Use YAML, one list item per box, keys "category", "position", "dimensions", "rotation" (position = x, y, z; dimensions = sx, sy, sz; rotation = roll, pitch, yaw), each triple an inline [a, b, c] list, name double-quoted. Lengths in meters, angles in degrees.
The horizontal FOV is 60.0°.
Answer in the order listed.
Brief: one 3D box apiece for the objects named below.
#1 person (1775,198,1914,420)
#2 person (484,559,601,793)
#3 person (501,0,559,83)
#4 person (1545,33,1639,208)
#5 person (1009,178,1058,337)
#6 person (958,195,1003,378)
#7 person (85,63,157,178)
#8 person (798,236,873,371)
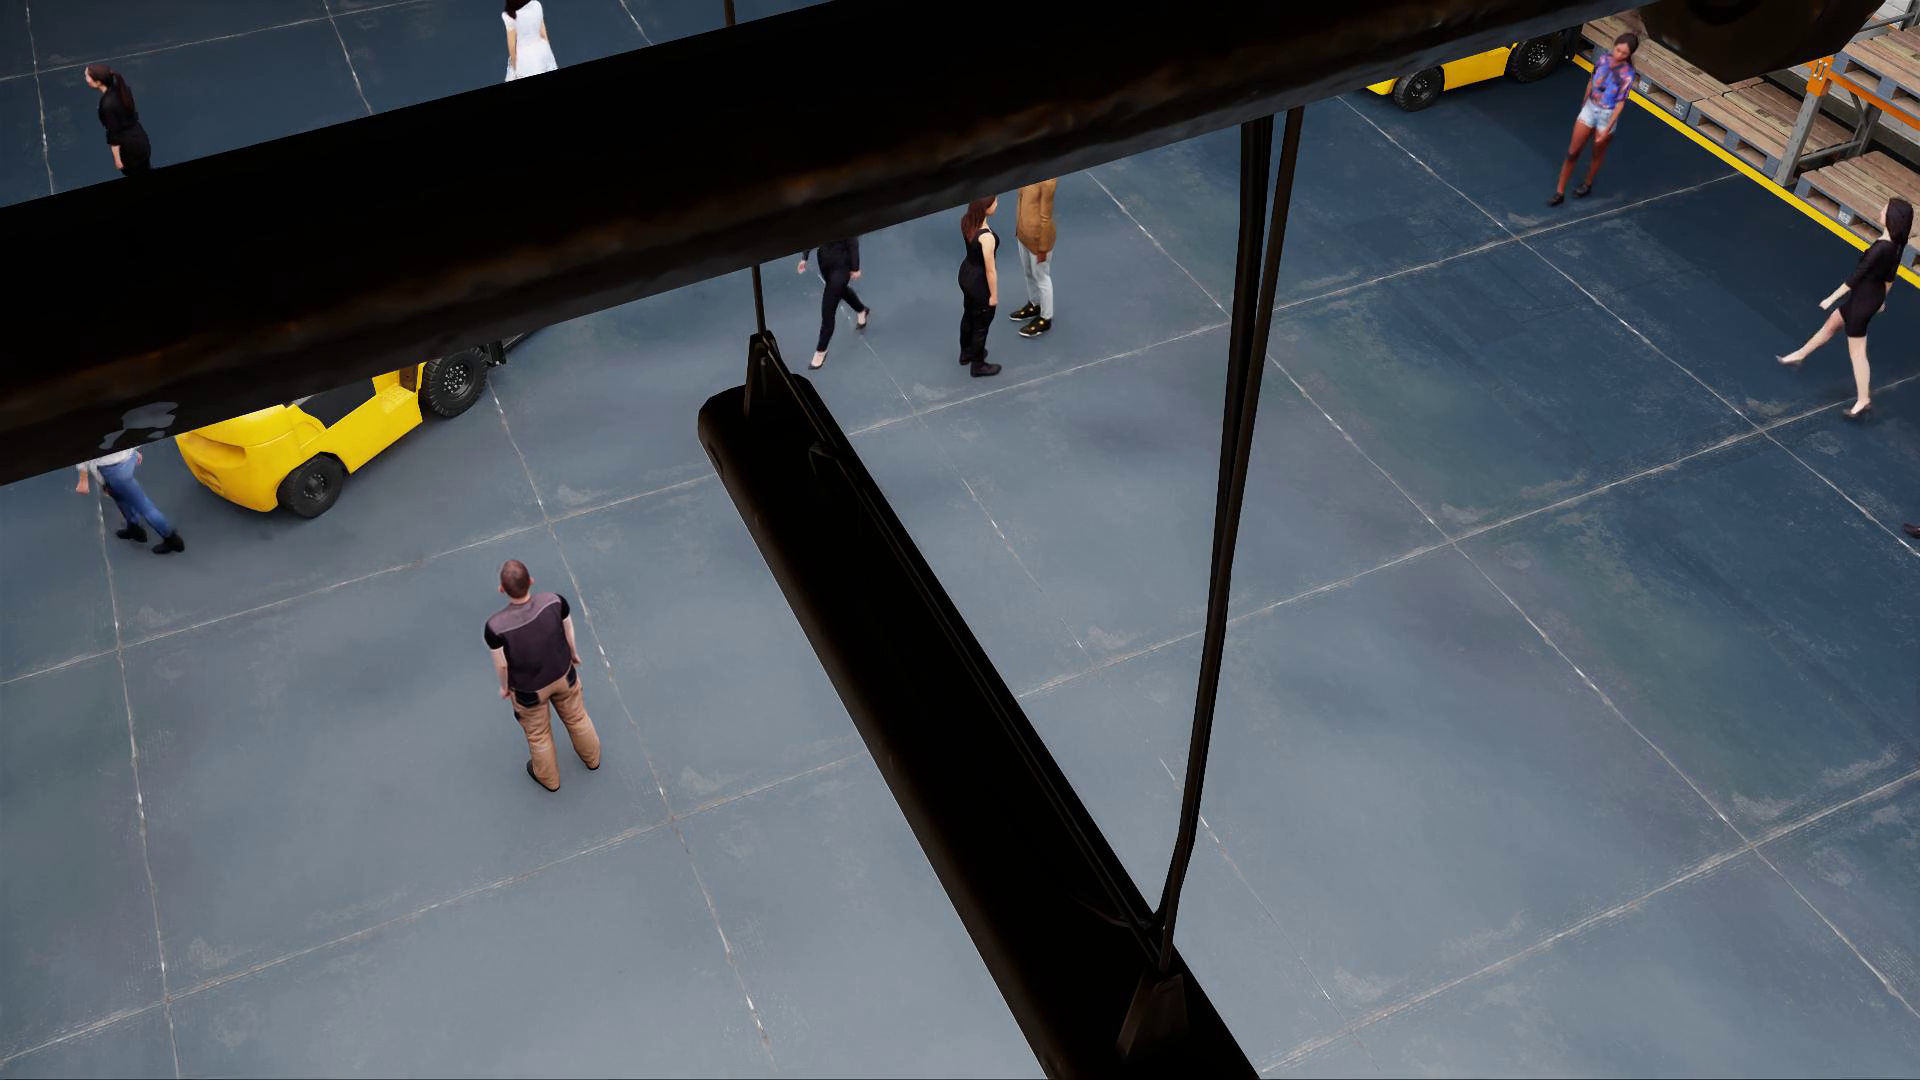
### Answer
- category: "person"
  position: [6.968, -1.714, 12.741]
  dimensions: [0.810, 1.747, 1.188]
  rotation: [-30, 51, -28]
- category: "person"
  position: [-2.529, 0.808, 10.024]
  dimensions: [0.723, 1.842, 0.651]
  rotation: [-26, 50, -25]
- category: "person"
  position: [-3.934, -4.365, 15.481]
  dimensions: [0.758, 1.805, 0.950]
  rotation: [-26, 50, -25]
- category: "person"
  position: [5.768, -3.797, 14.958]
  dimensions: [0.819, 1.704, 0.889]
  rotation: [-23, 48, -22]
- category: "person"
  position: [0.630, -2.493, 13.508]
  dimensions: [0.676, 1.817, 0.493]
  rotation: [-20, 47, -20]
- category: "person"
  position: [0.147, -2.032, 13.118]
  dimensions: [0.632, 1.687, 0.467]
  rotation: [-19, 47, -19]
- category: "person"
  position: [-7.203, -3.432, 14.616]
  dimensions: [0.871, 1.649, 0.846]
  rotation: [3, 44, 4]
- category: "person"
  position: [-0.955, -2.214, 13.318]
  dimensions: [1.094, 1.674, 0.960]
  rotation: [29, 51, 27]
